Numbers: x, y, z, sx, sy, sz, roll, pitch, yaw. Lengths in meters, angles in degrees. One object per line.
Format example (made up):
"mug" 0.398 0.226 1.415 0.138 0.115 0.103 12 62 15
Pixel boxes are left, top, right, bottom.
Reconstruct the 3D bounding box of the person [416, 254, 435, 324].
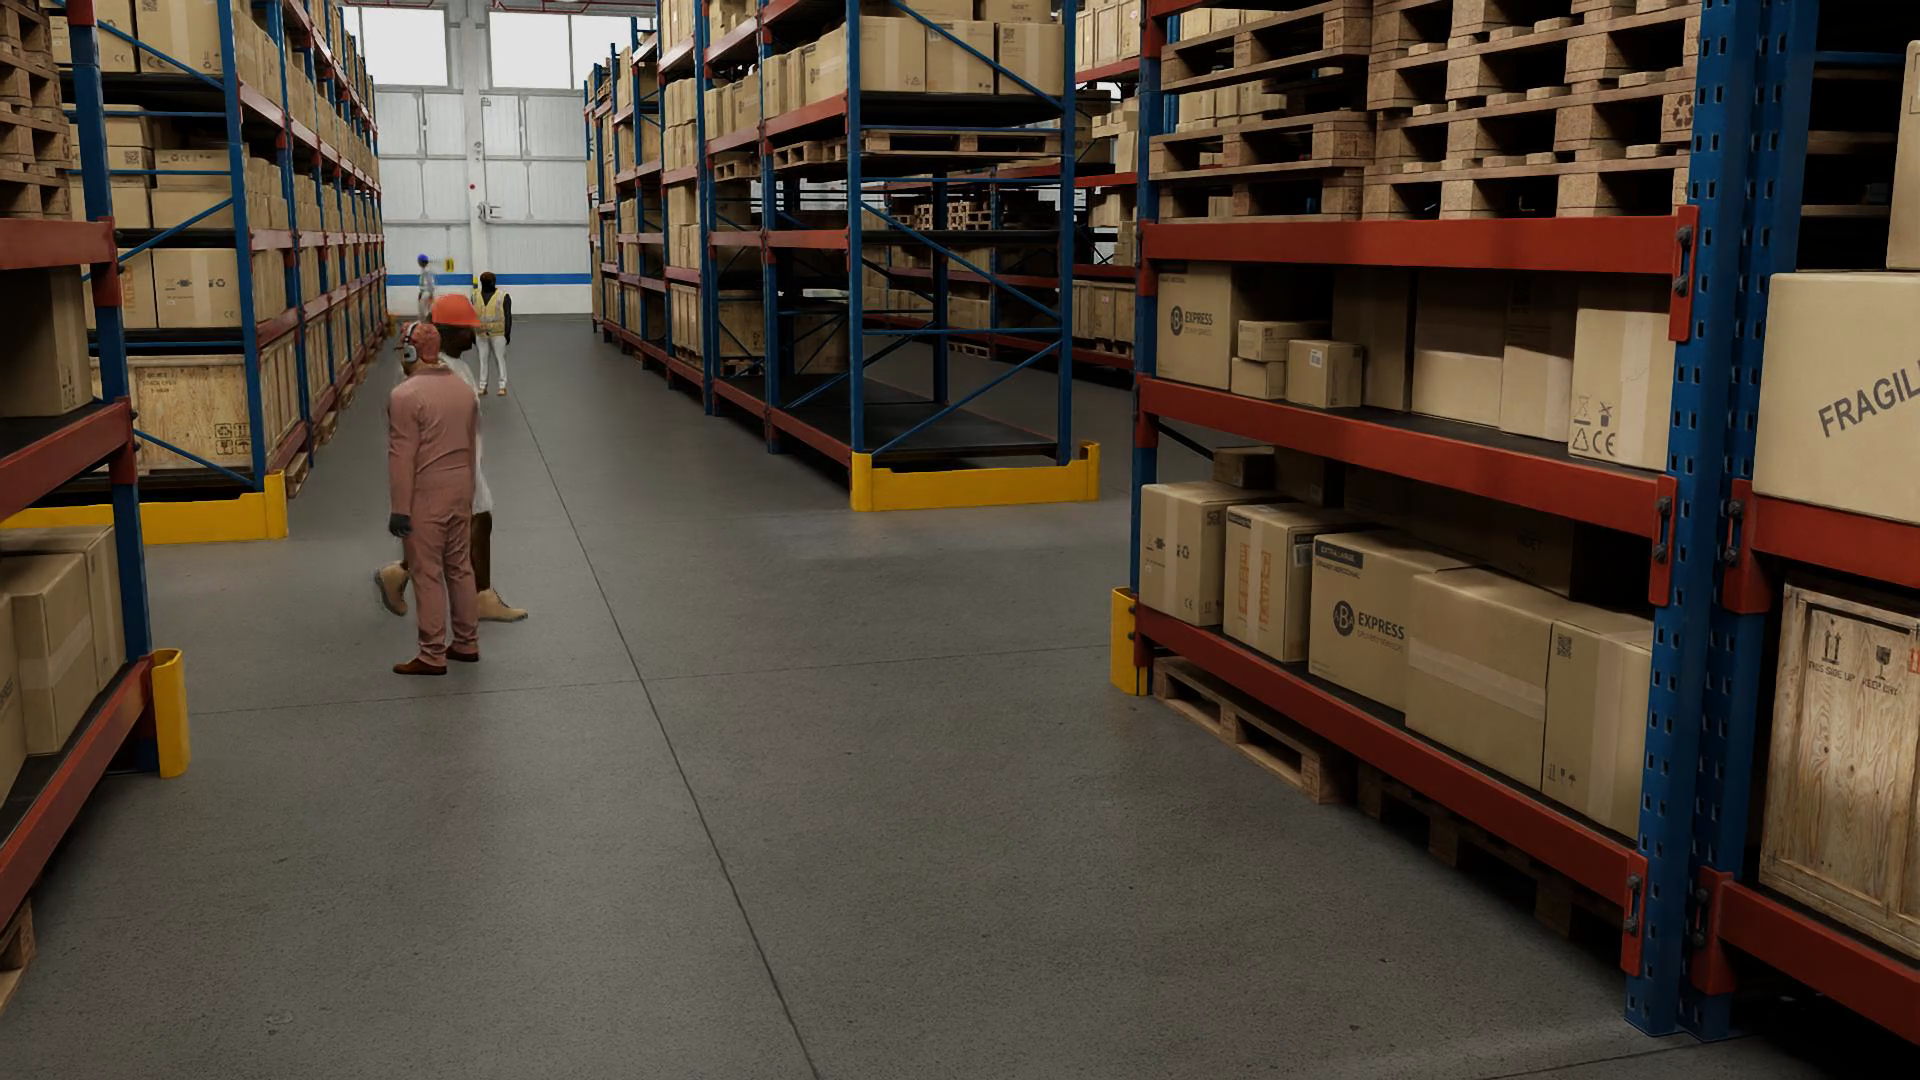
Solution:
"person" -13.213 -6.037 40.797 0.879 1.910 0.634 -4 11 -22

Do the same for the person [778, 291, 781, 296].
"person" -4.282 -5.345 36.870 0.624 1.972 0.788 -4 11 -20

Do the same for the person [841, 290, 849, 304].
"person" -2.868 -6.541 44.007 0.572 1.755 0.319 4 11 22

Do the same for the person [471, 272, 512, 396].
"person" -6.963 -3.050 24.660 0.621 1.837 0.429 1 10 3

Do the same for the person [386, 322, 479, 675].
"person" -2.872 -0.225 9.010 0.399 1.899 0.646 3 11 18

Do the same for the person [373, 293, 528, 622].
"person" -3.103 -0.472 10.027 0.821 2.021 0.619 0 10 -2

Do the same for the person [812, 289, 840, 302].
"person" -2.469 -4.070 30.605 0.524 1.716 0.932 -3 11 -14
